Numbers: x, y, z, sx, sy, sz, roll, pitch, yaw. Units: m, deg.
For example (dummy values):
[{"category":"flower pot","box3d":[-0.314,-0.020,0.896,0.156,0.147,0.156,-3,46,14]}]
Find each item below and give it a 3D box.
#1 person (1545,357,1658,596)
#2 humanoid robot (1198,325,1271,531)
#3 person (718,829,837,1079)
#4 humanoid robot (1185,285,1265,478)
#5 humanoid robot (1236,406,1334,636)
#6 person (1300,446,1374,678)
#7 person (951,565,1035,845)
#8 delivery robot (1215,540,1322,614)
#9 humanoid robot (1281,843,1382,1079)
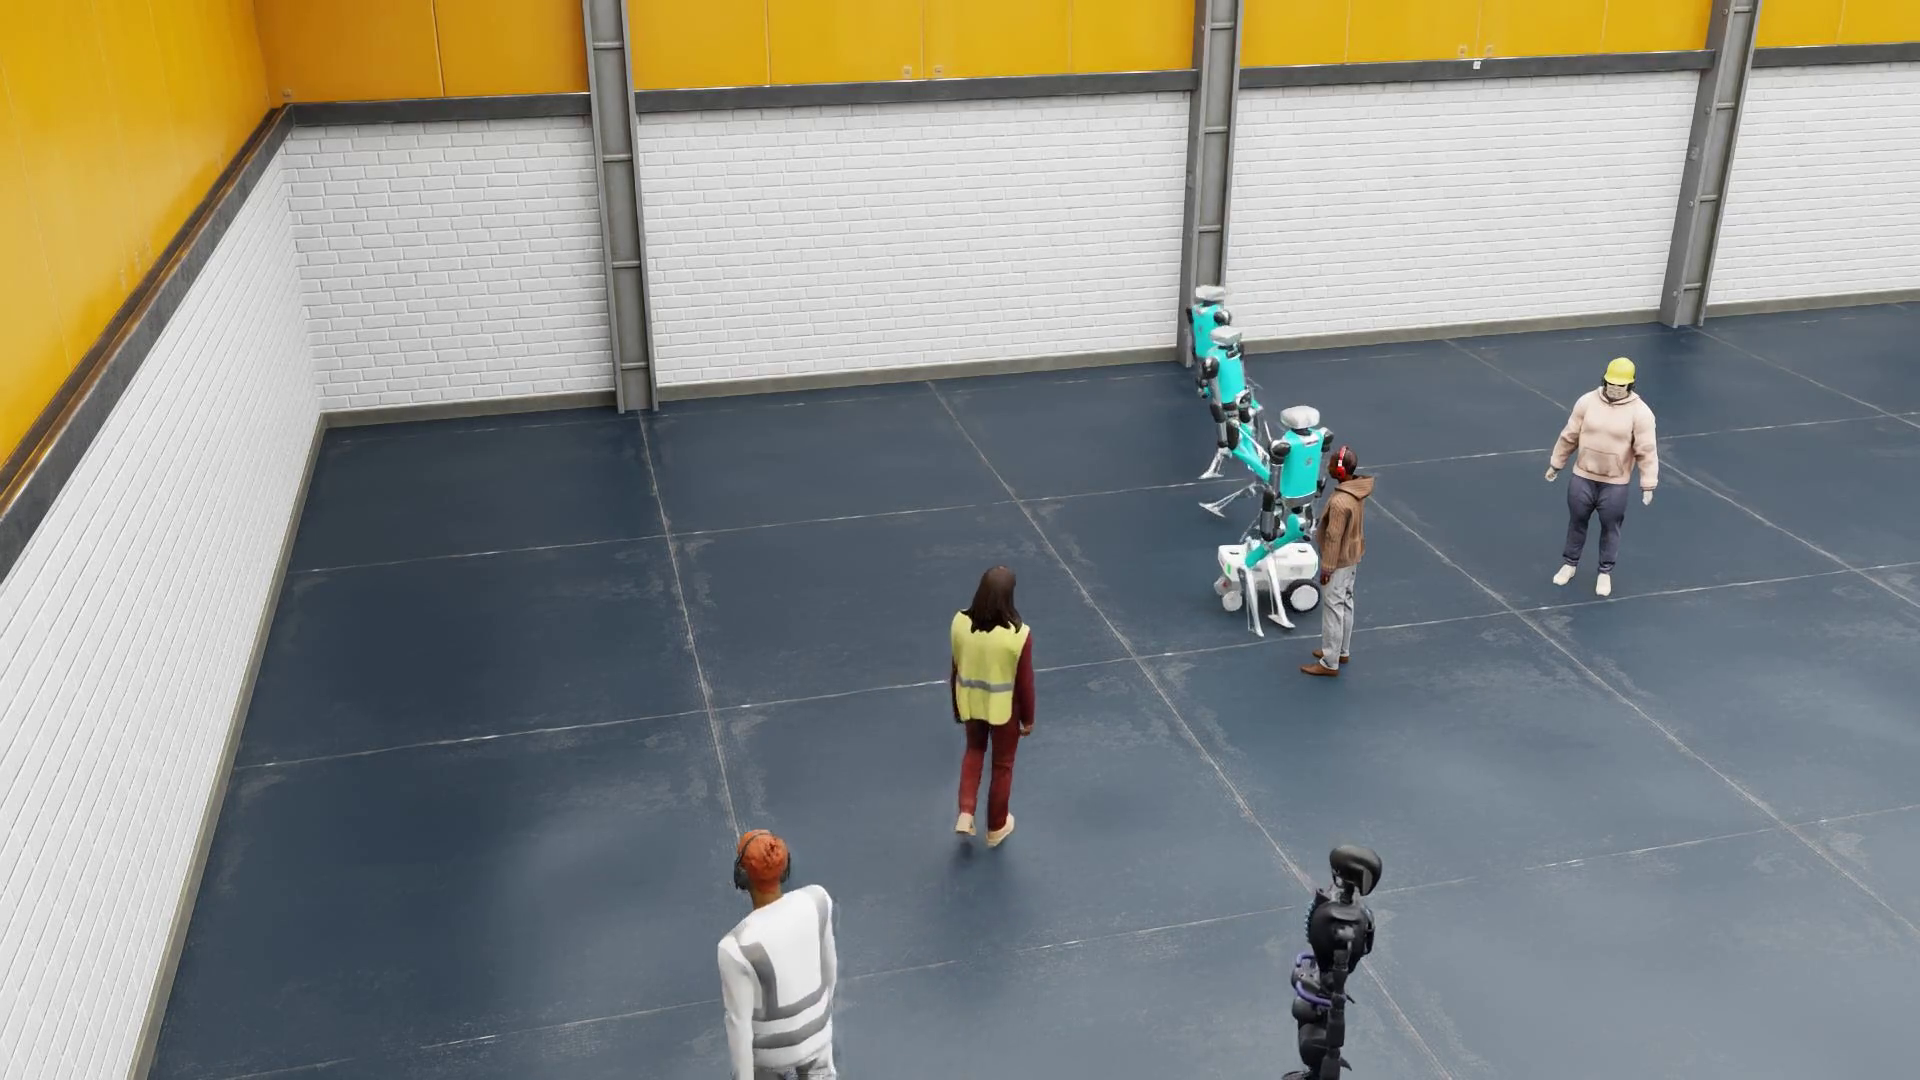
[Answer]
[{"category":"person","box3d":[4.841,-0.497,12.520,0.802,1.859,0.433,17,29,33]},{"category":"humanoid robot","box3d":[2.380,-0.838,13.431,0.955,1.720,0.580,17,29,34]},{"category":"person","box3d":[-0.701,2.044,6.784,0.623,1.835,1.000,-20,31,-38]},{"category":"humanoid robot","box3d":[2.487,-1.442,14.821,0.971,1.756,0.574,-12,26,-25]},{"category":"humanoid robot","box3d":[2.236,-0.157,11.878,0.536,1.779,0.678,-14,28,-29]},{"category":"person","box3d":[2.582,0.149,11.312,0.321,1.646,0.462,12,27,26]},{"category":"person","box3d":[0.188,0.955,9.337,0.496,1.761,0.429,10,26,22]},{"category":"delivery robot","box3d":[2.336,0.237,12.484,0.784,0.609,0.499,-2,24,-4]},{"category":"humanoid robot","box3d":[1.476,1.997,7.082,0.572,1.637,0.616,4,24,9]}]
